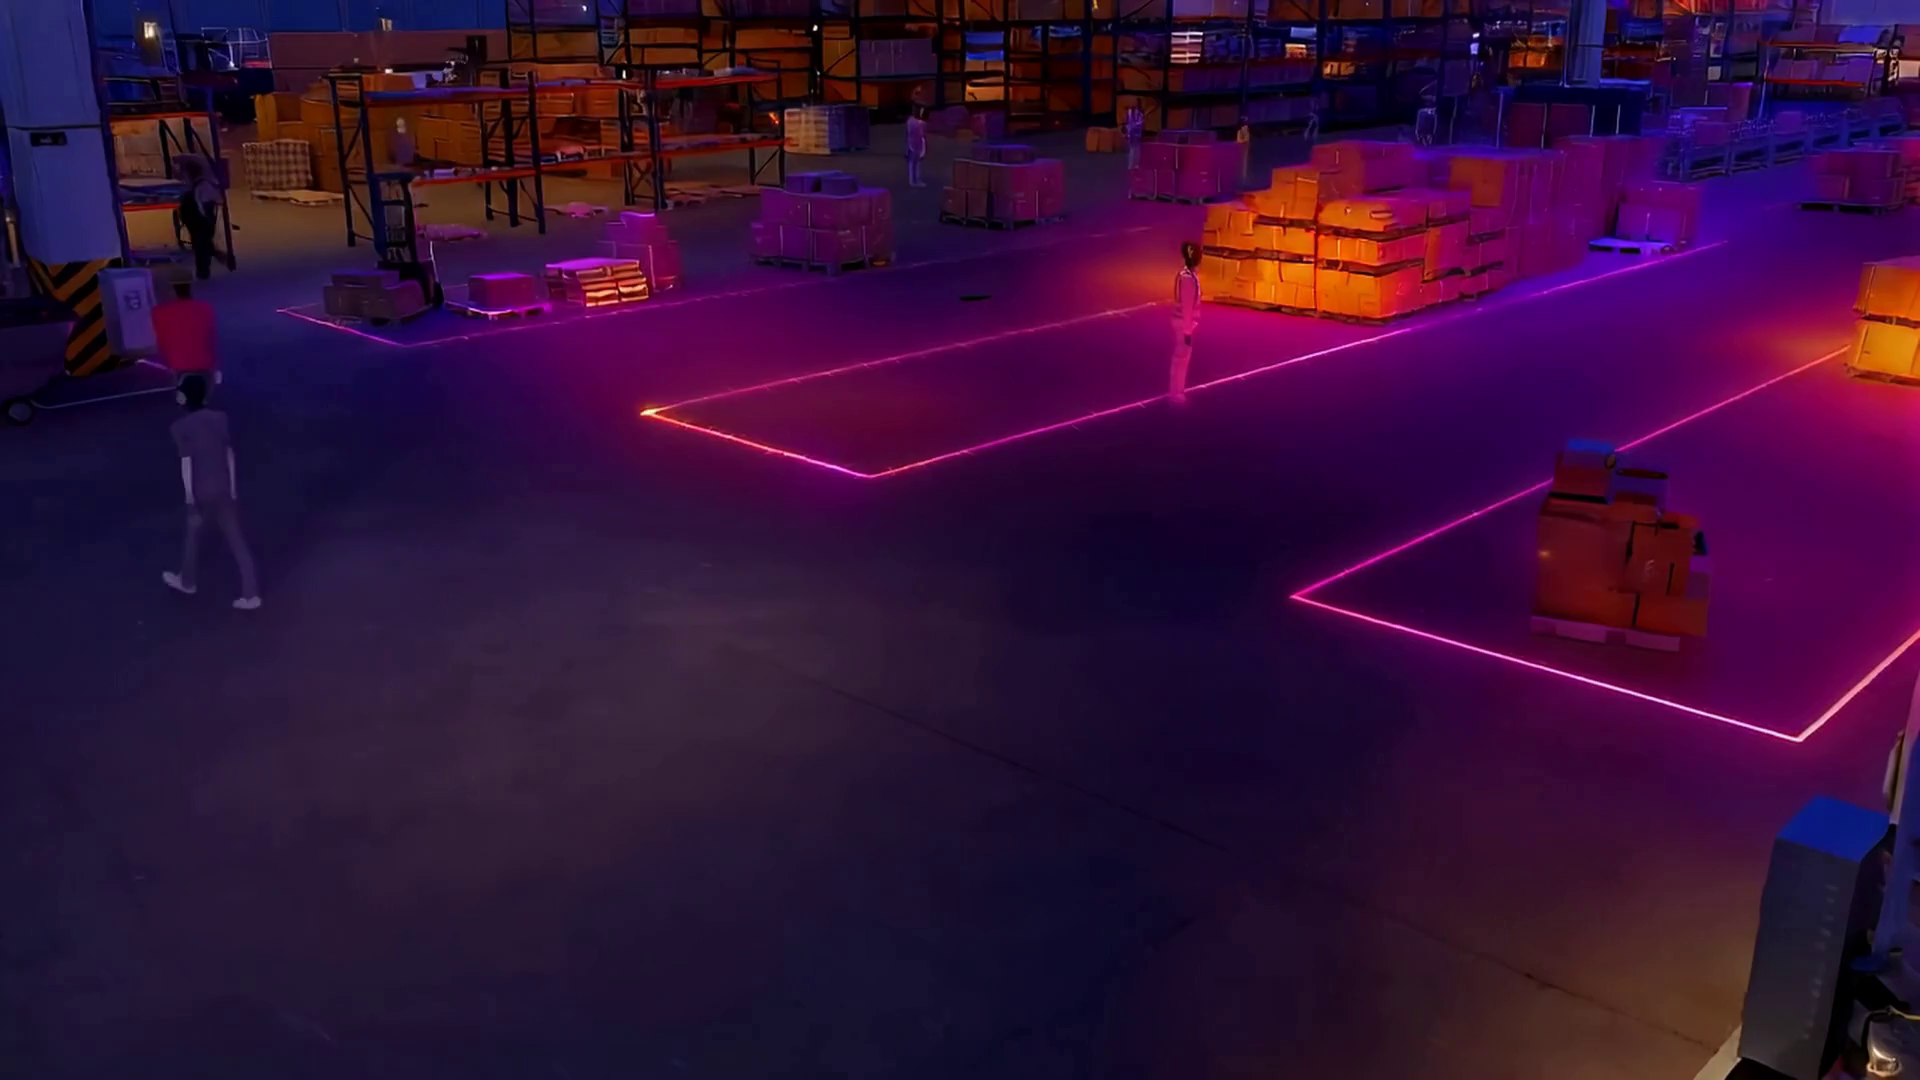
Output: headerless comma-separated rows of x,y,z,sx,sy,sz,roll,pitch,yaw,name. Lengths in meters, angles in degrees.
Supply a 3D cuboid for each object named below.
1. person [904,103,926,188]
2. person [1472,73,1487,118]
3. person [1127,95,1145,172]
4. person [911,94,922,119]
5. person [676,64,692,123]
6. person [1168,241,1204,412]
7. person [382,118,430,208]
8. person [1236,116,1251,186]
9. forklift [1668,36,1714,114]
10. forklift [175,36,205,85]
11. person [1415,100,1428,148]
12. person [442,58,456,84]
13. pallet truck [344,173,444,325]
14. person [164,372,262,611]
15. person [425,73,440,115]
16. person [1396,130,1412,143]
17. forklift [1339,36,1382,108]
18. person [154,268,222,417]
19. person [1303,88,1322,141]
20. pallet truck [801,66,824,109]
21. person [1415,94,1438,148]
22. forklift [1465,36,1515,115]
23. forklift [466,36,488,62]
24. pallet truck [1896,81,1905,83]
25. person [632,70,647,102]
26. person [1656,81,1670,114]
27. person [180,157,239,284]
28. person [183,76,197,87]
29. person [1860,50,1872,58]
-1.051,-9.338,39.366,0.608,1.960,0.373,13,22,34,person
18.836,-16.052,60.121,0.512,1.618,0.639,-14,23,-36,person
4.535,-10.441,42.737,0.540,1.929,0.388,-9,20,-25,person
-1.232,-11.828,47.296,0.334,1.686,0.532,7,20,20,person
-9.648,-15.616,58.216,0.612,1.995,0.376,-16,24,-40,person
2.510,-2.373,18.488,0.338,1.882,0.582,1,18,2,person
-11.940,-8.050,35.577,0.928,1.900,0.640,-11,21,-30,person
6.775,-9.315,39.818,0.358,1.619,0.775,-5,19,-15,person
27.341,-17.291,61.877,1.129,2.768,1.873,17,25,41,forklift
-28.422,-17.222,61.668,1.873,2.768,1.129,8,20,23,forklift
12.353,-10.865,44.282,0.533,1.745,0.645,-6,19,-16,person
-20.097,-18.037,65.628,0.581,1.911,0.738,-5,19,-16,person
-8.209,-4.181,23.757,0.823,1.965,1.885,3,19,9,pallet truck
-5.714,-0.373,12.555,0.990,1.819,0.554,10,21,28,person
-17.743,-14.786,55.972,0.455,1.826,0.649,8,20,23,person
8.622,-7.006,32.386,0.402,1.920,0.576,-7,20,-21,person
15.264,-17.530,62.598,1.129,2.768,1.873,17,25,41,forklift
-7.749,-1.794,16.780,0.580,1.871,1.021,-8,20,-23,person
10.920,-13.151,51.411,0.852,1.596,0.530,-17,25,-41,person
-4.812,-15.182,56.903,0.823,1.965,1.885,-9,21,-26,pallet truck
12.153,-10.661,43.402,0.568,1.916,0.475,0,18,-1,person
19.973,-17.201,61.605,1.873,2.768,1.129,16,24,40,forklift
-18.119,-17.583,62.756,1.129,2.768,1.873,17,25,41,forklift
34.802,-16.331,61.455,0.653,1.274,1.630,17,25,41,pallet truck
-10.787,-14.860,56.071,0.592,1.912,0.383,-14,23,-36,person
23.300,-14.340,54.990,0.527,1.585,0.839,-9,20,-26,person
-12.020,-5.088,26.424,0.687,2.000,0.673,17,25,42,person
-23.939,-13.450,51.790,0.652,1.928,0.434,-12,22,-31,person
43.170,-22.634,79.456,0.634,1.927,0.436,-3,19,-8,person
